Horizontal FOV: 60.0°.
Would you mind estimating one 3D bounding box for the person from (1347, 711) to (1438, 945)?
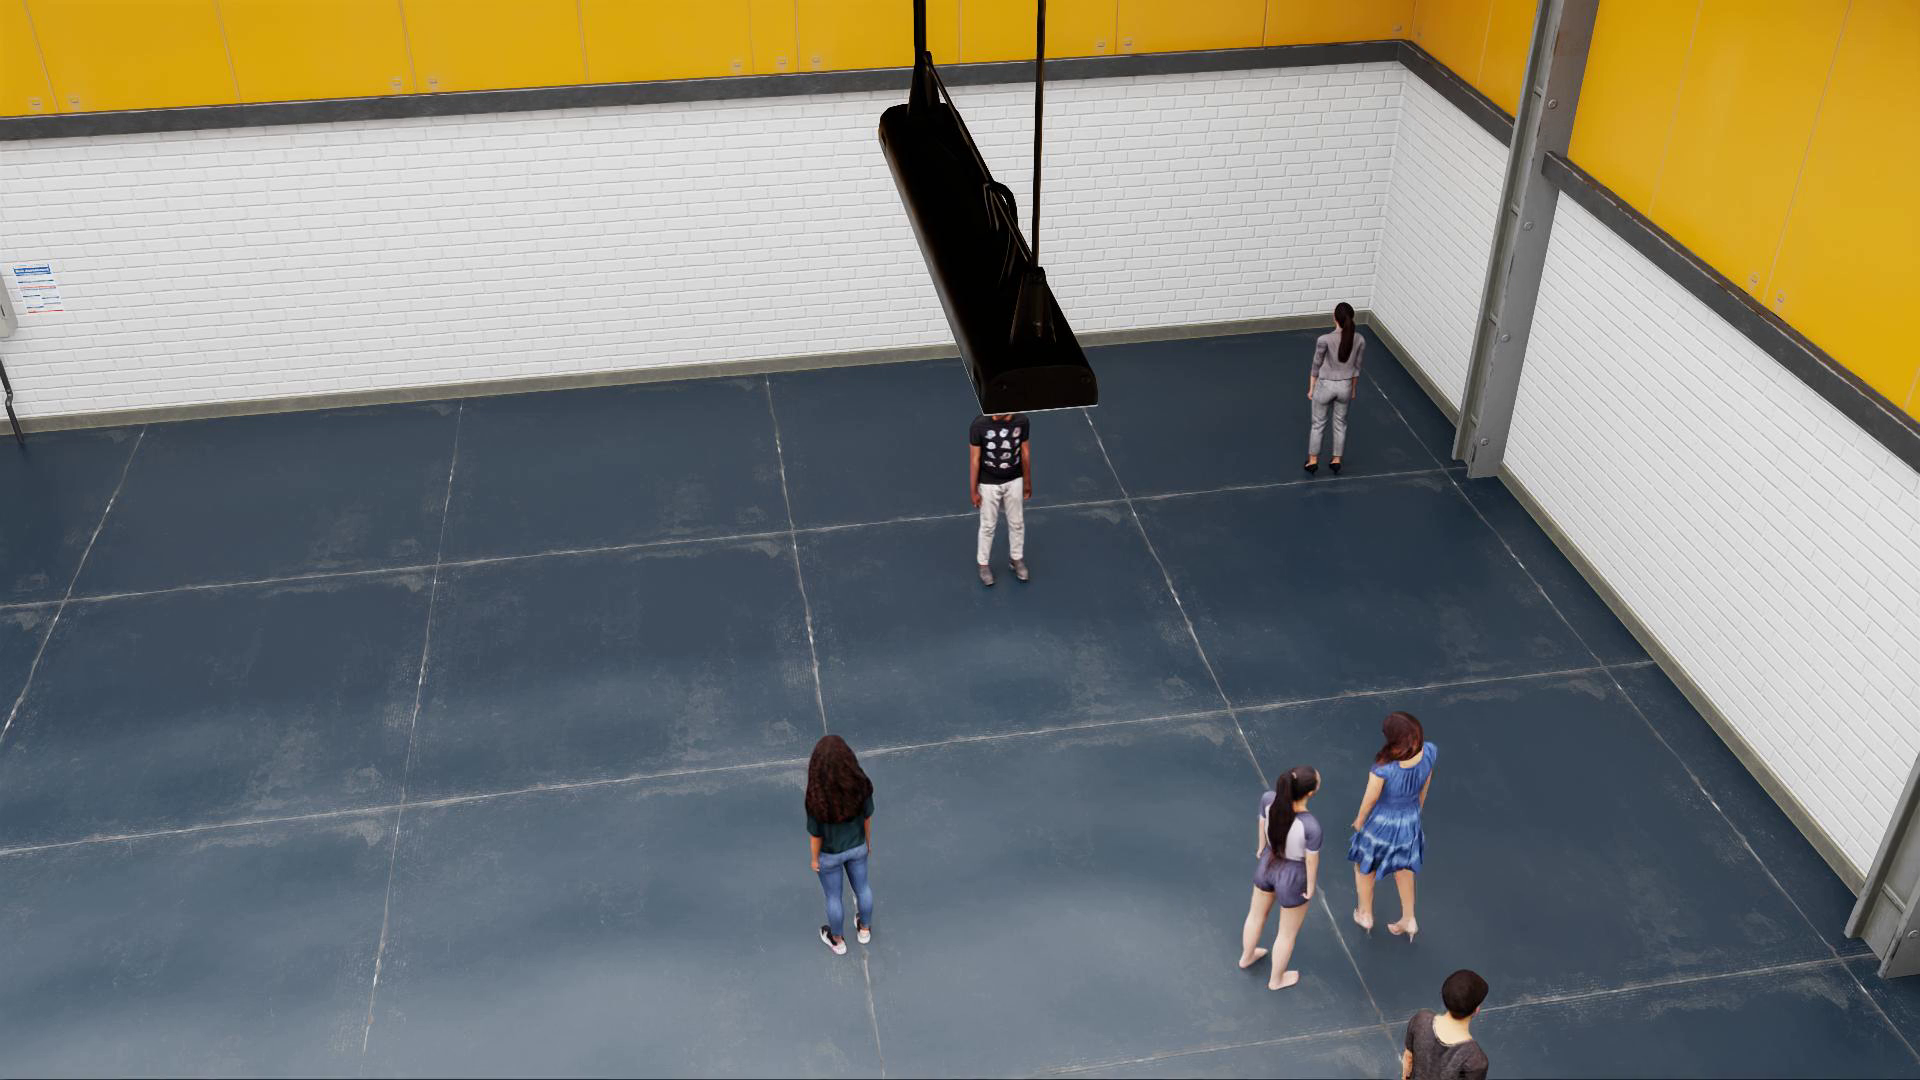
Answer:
[{"bbox_3d":[2.626,1.791,10.036,0.775,1.770,0.777,-11,35,-17],"label":"person"}]

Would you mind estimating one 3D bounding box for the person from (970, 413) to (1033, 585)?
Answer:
[{"bbox_3d":[0.323,-0.475,13.421,0.664,1.797,0.590,-8,34,-12],"label":"person"}]

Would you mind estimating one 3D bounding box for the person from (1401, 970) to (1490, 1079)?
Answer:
[{"bbox_3d":[2.412,2.880,8.461,0.905,1.701,0.915,-23,40,-30],"label":"person"}]

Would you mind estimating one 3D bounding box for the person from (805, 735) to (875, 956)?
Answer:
[{"bbox_3d":[-0.721,1.852,10.086,0.653,1.614,0.659,-14,36,-20],"label":"person"}]

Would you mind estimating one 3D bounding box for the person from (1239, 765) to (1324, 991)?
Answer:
[{"bbox_3d":[1.902,1.992,9.849,0.727,1.644,0.607,-25,41,-32],"label":"person"}]

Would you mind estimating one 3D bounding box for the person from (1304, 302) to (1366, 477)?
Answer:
[{"bbox_3d":[3.324,-1.330,14.819,0.601,1.675,0.566,-5,34,-7],"label":"person"}]
